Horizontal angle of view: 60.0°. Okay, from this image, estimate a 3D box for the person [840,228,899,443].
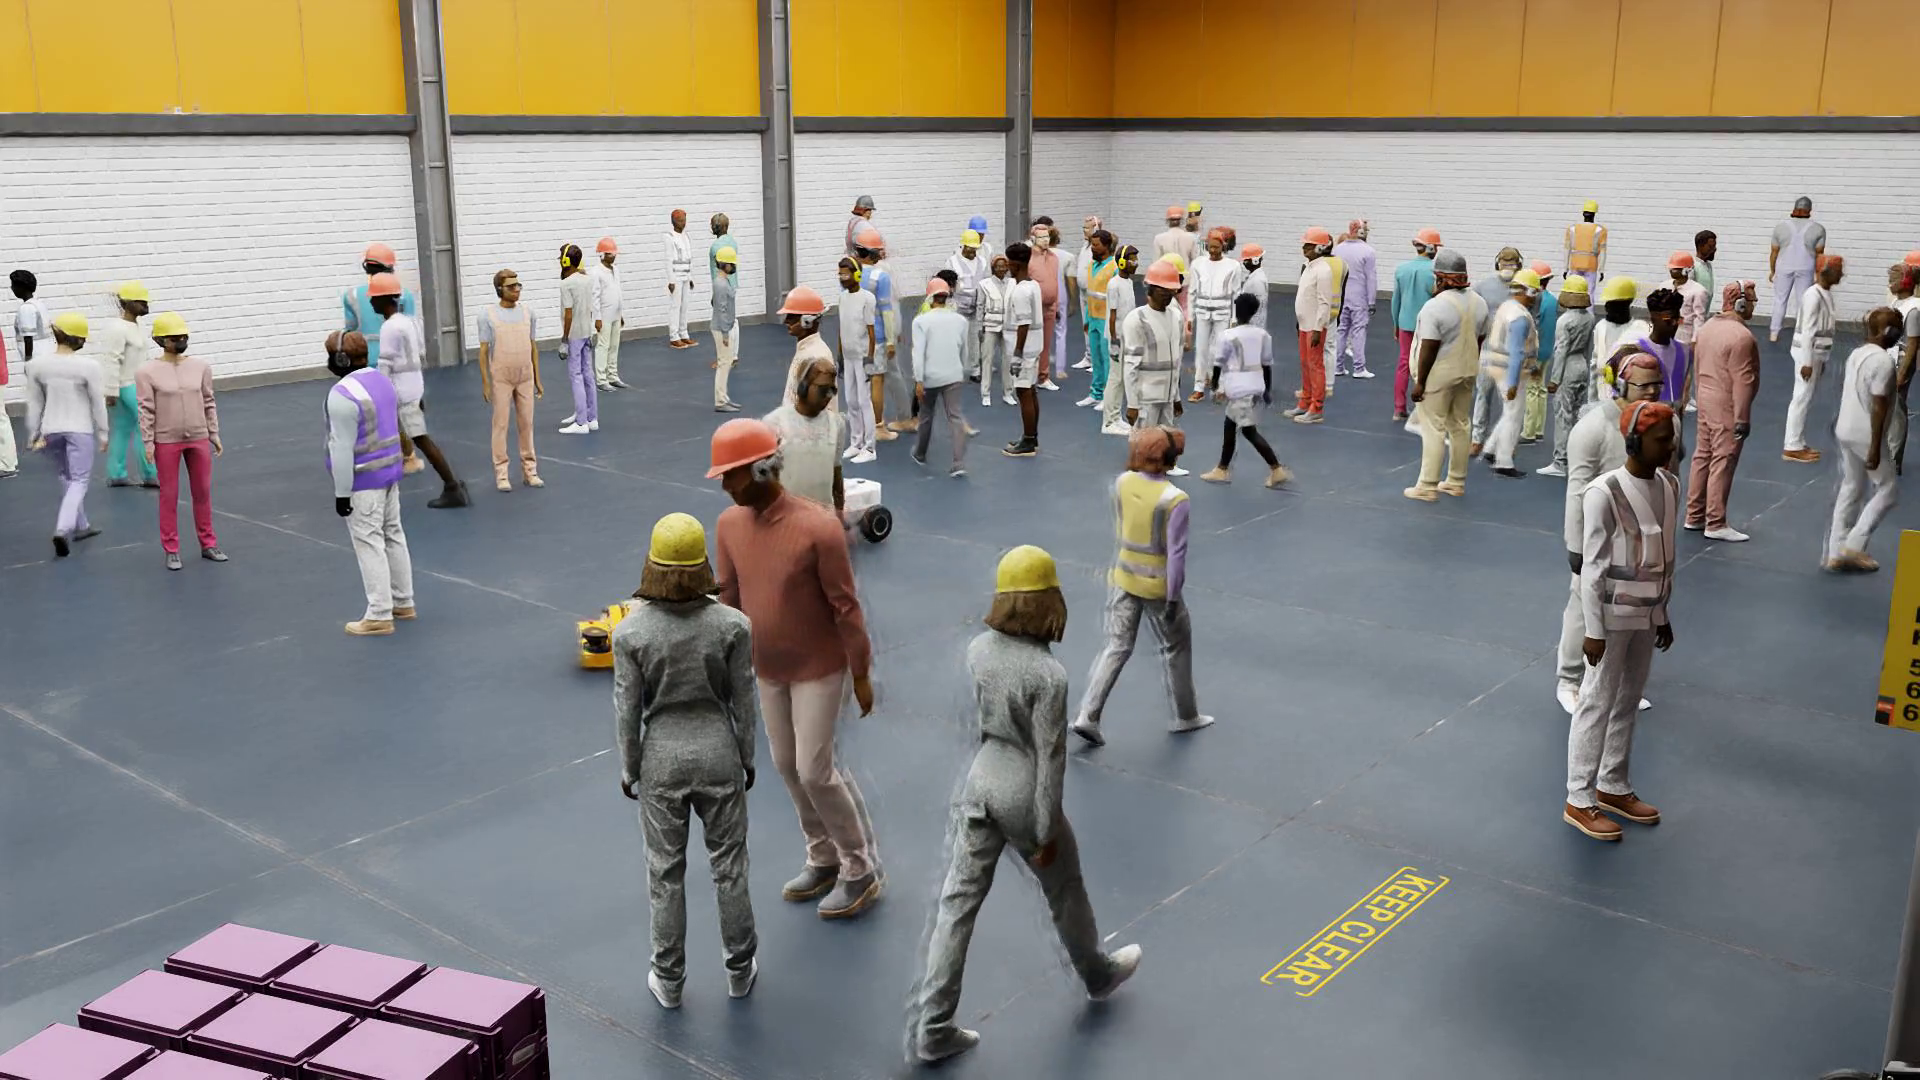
[{"bbox_3d":[-0.863,-1.958,15.994,0.607,2.044,0.376,10,17,35],"label":"person"}]

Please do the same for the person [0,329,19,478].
[{"bbox_3d":[-8.429,-1.402,14.385,0.354,1.741,0.567,-8,16,-30],"label":"person"}]

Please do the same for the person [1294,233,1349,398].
[{"bbox_3d":[4.002,-2.493,18.542,0.626,1.844,0.429,-8,16,-29],"label":"person"}]

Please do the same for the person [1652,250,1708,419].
[{"bbox_3d":[7.381,-2.107,17.181,0.332,1.750,0.562,-8,16,-30],"label":"person"}]

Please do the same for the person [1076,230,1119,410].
[{"bbox_3d":[1.536,-2.357,17.844,0.390,1.917,0.587,-7,16,-27],"label":"person"}]

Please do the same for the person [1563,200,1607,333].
[{"bbox_3d":[9.141,-3.993,24.361,0.590,1.926,0.388,8,16,30],"label":"person"}]

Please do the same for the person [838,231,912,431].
[{"bbox_3d":[-0.865,-2.101,16.569,0.956,2.000,0.706,2,14,6],"label":"person"}]

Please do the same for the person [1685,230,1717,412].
[{"bbox_3d":[7.849,-2.345,17.791,0.378,1.917,0.597,11,18,39],"label":"person"}]

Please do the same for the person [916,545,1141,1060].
[{"bbox_3d":[0.206,0.850,5.510,0.969,1.673,0.488,-12,19,-40],"label":"person"}]

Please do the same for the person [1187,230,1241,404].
[{"bbox_3d":[2.772,-2.437,18.222,0.584,1.885,0.345,6,15,22],"label":"person"}]

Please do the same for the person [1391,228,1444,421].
[{"bbox_3d":[4.708,-2.185,17.011,0.387,1.986,0.623,-13,19,-42],"label":"person"}]

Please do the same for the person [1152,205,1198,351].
[{"bbox_3d":[2.866,-3.434,22.057,0.615,1.972,0.672,-1,14,-4],"label":"person"}]

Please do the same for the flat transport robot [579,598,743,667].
[{"bbox_3d":[-1.493,0.503,9.751,1.431,0.197,0.652,-4,15,-15],"label":"flat transport robot"}]

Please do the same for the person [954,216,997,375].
[{"bbox_3d":[0.196,-2.978,20.300,0.618,1.933,0.420,-12,19,-40],"label":"person"}]

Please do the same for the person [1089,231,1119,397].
[{"bbox_3d":[1.675,-2.539,18.715,0.342,1.845,0.506,-2,14,-9],"label":"person"}]

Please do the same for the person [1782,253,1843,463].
[{"bbox_3d":[7.749,-1.658,15.119,0.348,1.881,0.584,10,17,36],"label":"person"}]

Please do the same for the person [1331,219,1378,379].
[{"bbox_3d":[4.767,-2.907,20.067,0.410,1.907,0.642,-12,18,-40],"label":"person"}]

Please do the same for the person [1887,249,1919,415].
[{"bbox_3d":[9.908,-2.164,17.407,0.567,1.750,0.338,-7,16,-26],"label":"person"}]

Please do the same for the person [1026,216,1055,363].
[{"bbox_3d":[1.025,-3.126,20.984,0.825,1.880,0.663,-5,15,-20],"label":"person"}]

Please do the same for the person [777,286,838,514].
[{"bbox_3d":[-0.986,-0.659,10.899,0.379,1.996,0.608,-3,14,-12],"label":"person"}]

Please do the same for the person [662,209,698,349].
[{"bbox_3d":[-3.834,-3.576,22.782,0.347,1.882,0.584,5,15,19],"label":"person"}]

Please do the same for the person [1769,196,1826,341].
[{"bbox_3d":[11.759,-3.811,23.404,0.688,2.000,0.536,8,16,28],"label":"person"}]

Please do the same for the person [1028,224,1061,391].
[{"bbox_3d":[0.909,-2.635,18.978,0.647,1.908,0.409,-12,18,-40],"label":"person"}]

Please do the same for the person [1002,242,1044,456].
[{"bbox_3d":[0.580,-1.751,15.324,0.368,1.963,0.609,4,14,14],"label":"person"}]

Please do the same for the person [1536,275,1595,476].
[{"bbox_3d":[5.292,-1.429,14.489,0.487,1.744,0.297,-11,18,-38],"label":"person"}]

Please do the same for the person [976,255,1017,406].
[{"bbox_3d":[0.425,-2.277,18.087,0.520,1.640,0.307,-4,15,-16],"label":"person"}]

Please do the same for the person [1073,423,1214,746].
[{"bbox_3d":[0.904,0.223,8.166,0.809,1.605,0.512,-12,18,-39],"label":"person"}]

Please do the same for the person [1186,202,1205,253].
[{"bbox_3d":[3.896,-4.730,27.655,0.339,1.761,0.524,1,14,3],"label":"person"}]

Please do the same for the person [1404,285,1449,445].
[{"bbox_3d":[4.569,-1.733,15.968,0.425,1.621,0.607,1,14,5],"label":"person"}]

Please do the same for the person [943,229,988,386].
[{"bbox_3d":[0.095,-2.712,19.447,0.586,1.826,0.403,-8,16,-29],"label":"person"}]

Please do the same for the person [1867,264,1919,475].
[{"bbox_3d":[8.171,-1.479,14.498,0.390,1.837,0.565,3,14,11],"label":"person"}]

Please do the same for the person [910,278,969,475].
[{"bbox_3d":[-0.182,-1.434,14.605,0.586,1.695,0.956,-6,15,-22],"label":"person"}]

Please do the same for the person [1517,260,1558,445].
[{"bbox_3d":[5.467,-1.785,15.888,0.333,1.749,0.575,11,18,37],"label":"person"}]

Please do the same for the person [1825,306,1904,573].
[{"bbox_3d":[6.166,-0.669,11.289,0.465,1.818,0.542,0,14,0],"label":"person"}]

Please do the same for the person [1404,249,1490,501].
[{"bbox_3d":[3.909,-1.344,13.545,0.672,2.000,0.536,-8,16,-30],"label":"person"}]
